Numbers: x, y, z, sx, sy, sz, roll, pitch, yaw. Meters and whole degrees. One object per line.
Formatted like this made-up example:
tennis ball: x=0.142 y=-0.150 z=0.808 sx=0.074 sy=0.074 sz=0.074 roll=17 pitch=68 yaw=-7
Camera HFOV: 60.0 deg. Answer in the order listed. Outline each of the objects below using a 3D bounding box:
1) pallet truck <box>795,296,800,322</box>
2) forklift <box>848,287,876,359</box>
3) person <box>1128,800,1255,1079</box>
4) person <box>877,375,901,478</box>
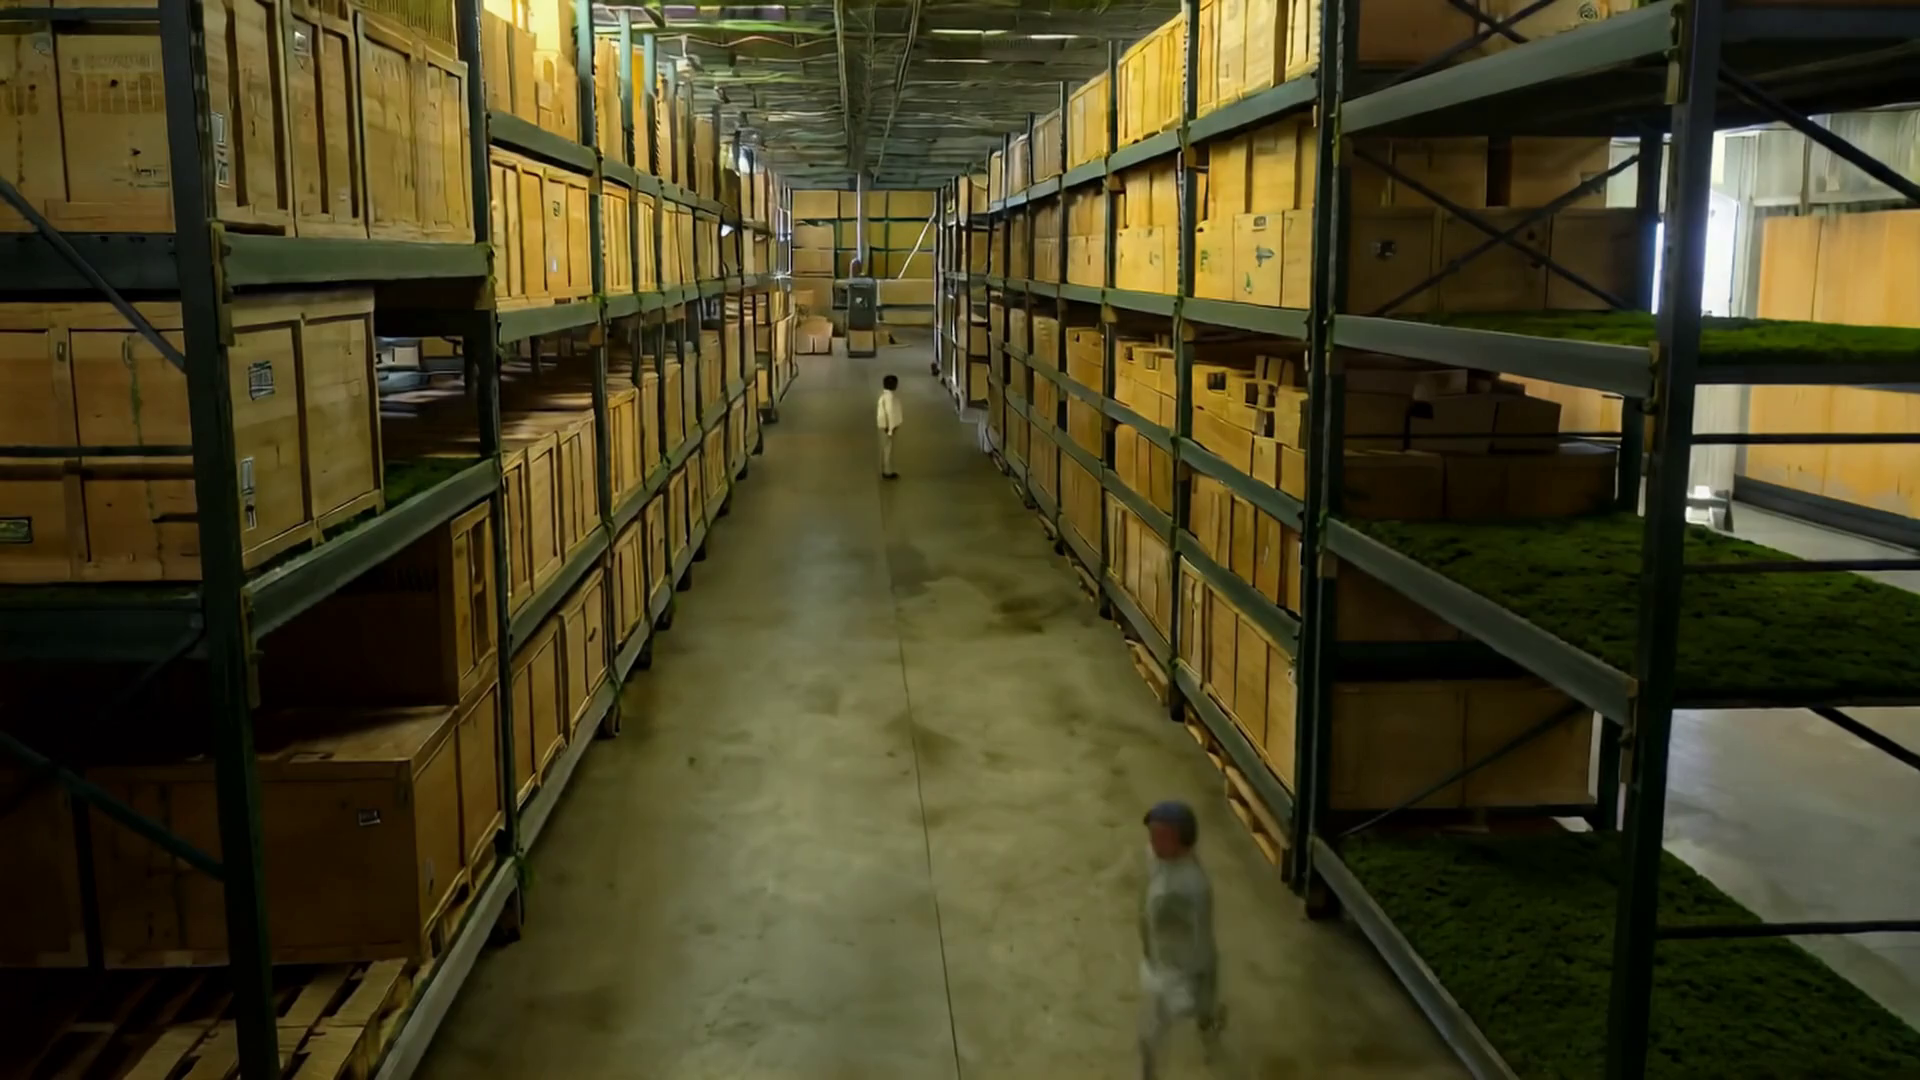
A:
pallet truck: x=-8.622 y=-12.439 z=91.403 sx=1.885 sy=1.965 sz=0.823 roll=2 pitch=10 yaw=13
forklift: x=-3.896 y=-8.622 z=65.972 sx=1.129 sy=2.768 sz=1.873 roll=-1 pitch=10 yaw=-4
person: x=0.990 y=1.855 z=7.252 sx=0.816 sy=1.585 sz=0.552 roll=-7 pitch=12 yaw=-34
person: x=-1.260 y=-2.027 z=29.676 sx=0.429 sy=1.844 sz=0.627 roll=0 pitch=10 yaw=-3
